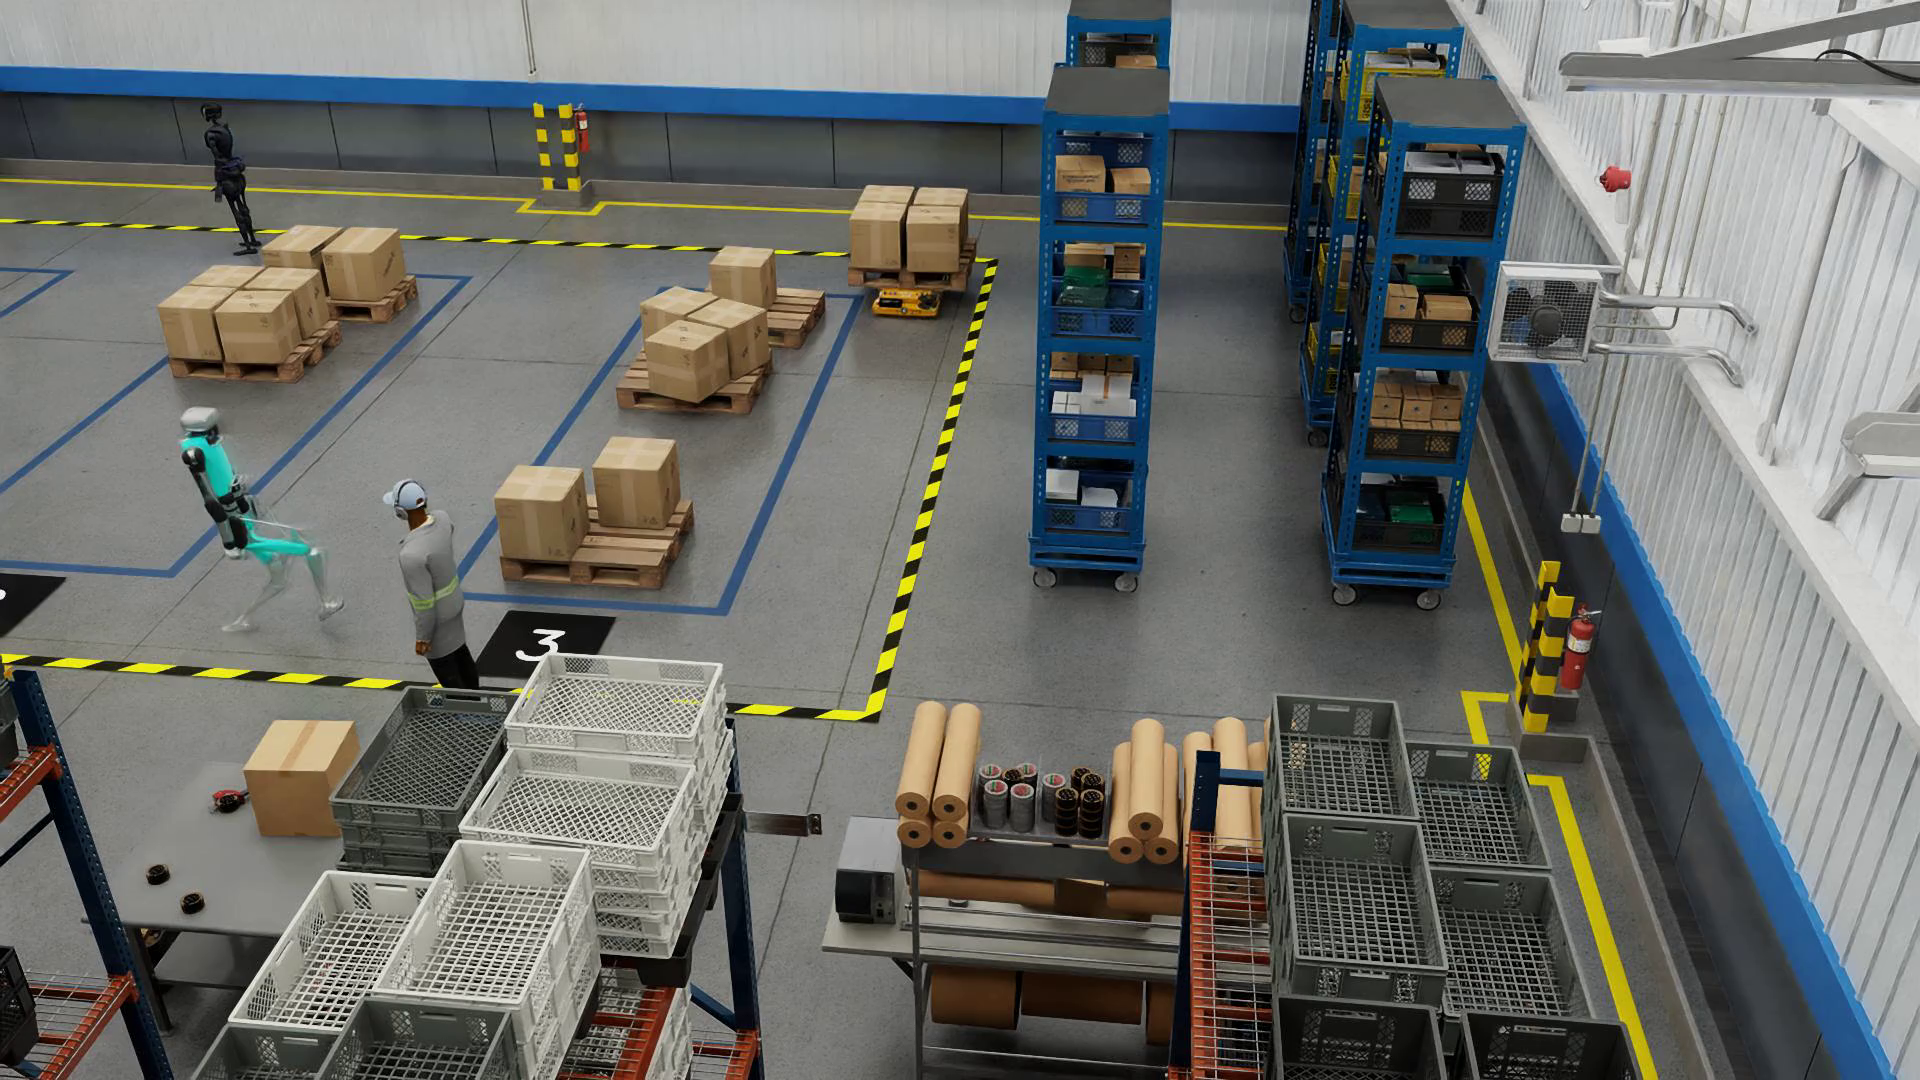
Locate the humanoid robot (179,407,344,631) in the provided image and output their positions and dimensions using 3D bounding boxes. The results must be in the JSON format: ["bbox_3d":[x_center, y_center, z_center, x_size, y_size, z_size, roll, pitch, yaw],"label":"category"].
[{"bbox_3d":[-4.728,-0.112,11.475,1.038,1.779,0.531,-5,31,-9],"label":"humanoid robot"}]

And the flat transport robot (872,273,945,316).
[{"bbox_3d":[-0.481,-2.694,17.273,0.652,0.197,1.431,3,30,6],"label":"flat transport robot"}]

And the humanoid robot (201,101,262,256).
[{"bbox_3d":[-7.913,-3.920,17.991,0.315,1.657,0.599,-3,30,-4],"label":"humanoid robot"}]

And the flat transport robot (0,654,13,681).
[{"bbox_3d":[-7.142,0.969,11.010,1.431,0.231,0.659,3,30,6],"label":"flat transport robot"}]

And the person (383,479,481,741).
[{"bbox_3d":[-3.280,0.447,10.333,0.393,1.849,0.593,2,30,4],"label":"person"}]
